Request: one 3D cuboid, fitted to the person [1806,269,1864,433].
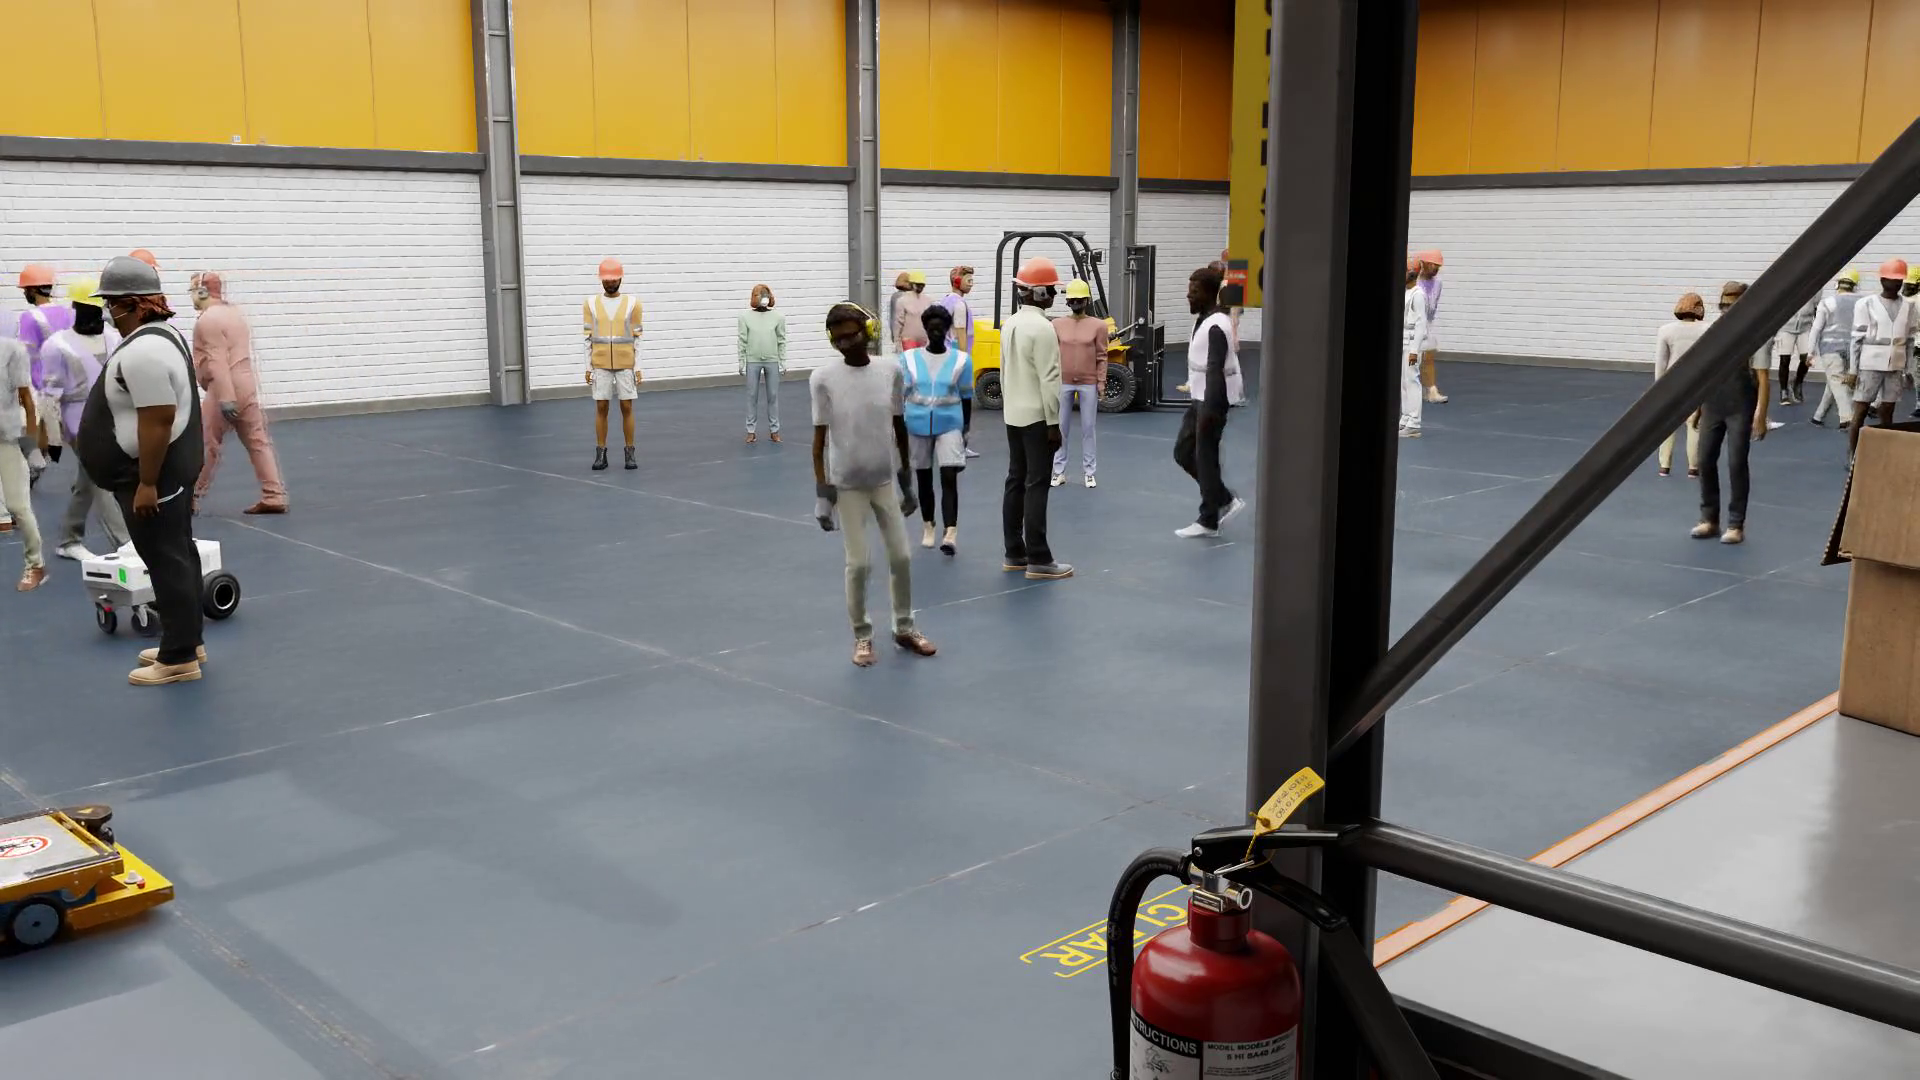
[{"bbox_3d":[9.612,-2.064,18.166,0.617,1.770,0.909,0,10,-1],"label":"person"}]

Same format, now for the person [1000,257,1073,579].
[{"bbox_3d":[0.467,-0.761,10.416,0.378,1.996,0.611,-5,12,-25],"label":"person"}]

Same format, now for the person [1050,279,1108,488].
[{"bbox_3d":[0.987,-1.321,14.101,0.524,1.769,0.309,2,11,10],"label":"person"}]

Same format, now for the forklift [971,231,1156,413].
[{"bbox_3d":[1.222,-2.721,20.561,2.313,2.155,1.214,2,11,13],"label":"forklift"}]

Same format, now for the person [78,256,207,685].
[{"bbox_3d":[-3.912,-0.334,7.965,0.535,2.000,0.684,-3,11,-17],"label":"person"}]

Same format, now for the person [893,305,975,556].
[{"bbox_3d":[-0.185,-0.717,11.084,0.544,1.664,0.815,1,10,5],"label":"person"}]

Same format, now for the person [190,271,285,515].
[{"bbox_3d":[-5.660,-1.095,12.627,0.987,1.851,0.664,0,10,0],"label":"person"}]

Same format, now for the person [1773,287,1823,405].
[{"bbox_3d":[10.457,-2.640,20.830,0.639,1.934,0.469,3,11,17],"label":"person"}]

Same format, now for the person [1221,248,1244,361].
[{"bbox_3d":[4.530,-3.983,28.227,0.639,1.910,0.407,5,12,25],"label":"person"}]

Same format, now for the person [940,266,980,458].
[{"bbox_3d":[-0.048,-1.715,16.047,0.394,1.839,0.563,-3,11,-15],"label":"person"}]

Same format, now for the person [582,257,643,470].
[{"bbox_3d":[-3.160,-1.601,15.167,0.544,1.935,0.361,-1,10,-7],"label":"person"}]

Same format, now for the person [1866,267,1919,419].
[{"bbox_3d":[10.962,-2.271,19.266,0.897,1.768,0.582,-5,12,-27],"label":"person"}]

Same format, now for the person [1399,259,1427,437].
[{"bbox_3d":[4.773,-2.036,17.670,0.337,1.882,0.583,0,10,2],"label":"person"}]

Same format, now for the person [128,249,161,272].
[{"bbox_3d":[-8.053,-1.869,16.460,0.393,1.995,0.612,-8,13,-37],"label":"person"}]

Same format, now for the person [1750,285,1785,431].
[{"bbox_3d":[8.547,-1.980,18.162,0.853,1.589,0.515,3,11,14],"label":"person"}]

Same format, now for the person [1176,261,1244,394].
[{"bbox_3d":[3.415,-2.833,22.284,0.948,1.792,0.648,-3,11,-15],"label":"person"}]

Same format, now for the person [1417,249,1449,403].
[{"bbox_3d":[5.844,-2.762,21.459,0.663,1.971,1.137,-4,11,-21],"label":"person"}]

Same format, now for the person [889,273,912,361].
[{"bbox_3d":[-0.742,-2.800,22.542,0.319,1.627,0.529,-7,13,-35],"label":"person"}]

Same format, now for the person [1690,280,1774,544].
[{"bbox_3d":[5.349,-0.881,11.544,0.402,1.822,0.530,-8,13,-38],"label":"person"}]

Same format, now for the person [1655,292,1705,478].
[{"bbox_3d":[6.410,-1.368,14.715,0.498,1.633,0.283,7,12,33],"label":"person"}]

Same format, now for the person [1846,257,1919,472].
[{"bbox_3d":[8.276,-1.556,14.913,0.551,1.934,0.373,1,10,5],"label":"person"}]

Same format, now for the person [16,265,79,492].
[{"bbox_3d":[-7.592,-1.322,13.790,1.009,1.883,0.568,2,11,9],"label":"person"}]

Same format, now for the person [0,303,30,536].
[{"bbox_3d":[-6.920,-0.995,11.850,0.354,1.936,0.636,0,10,2],"label":"person"}]

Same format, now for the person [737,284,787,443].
[{"bbox_3d":[-2.041,-1.823,17.184,0.507,1.636,0.272,-2,11,-10],"label":"person"}]

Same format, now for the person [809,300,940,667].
[{"bbox_3d":[-0.453,-0.269,8.194,0.610,1.827,0.411,-5,12,-26],"label":"person"}]

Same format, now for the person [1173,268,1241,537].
[{"bbox_3d":[1.732,-0.956,11.722,0.449,1.903,0.626,0,10,-2],"label":"person"}]

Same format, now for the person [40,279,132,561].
[{"bbox_3d":[-5.548,-0.740,10.693,0.993,1.857,0.576,3,11,14],"label":"person"}]

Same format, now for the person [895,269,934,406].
[{"bbox_3d":[-0.586,-2.469,20.465,0.528,1.734,0.792,-7,12,-32],"label":"person"}]

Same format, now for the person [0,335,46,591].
[{"bbox_3d":[-5.700,-0.573,9.832,0.569,1.874,0.563,0,10,0],"label":"person"}]

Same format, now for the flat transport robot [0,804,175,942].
[{"bbox_3d":[-3.212,1.102,4.966,1.431,0.197,0.652,-10,14,-44],"label":"flat transport robot"}]

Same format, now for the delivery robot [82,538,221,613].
[{"bbox_3d":[-4.409,0.156,9.091,0.477,0.478,0.707,4,11,22],"label":"delivery robot"}]
